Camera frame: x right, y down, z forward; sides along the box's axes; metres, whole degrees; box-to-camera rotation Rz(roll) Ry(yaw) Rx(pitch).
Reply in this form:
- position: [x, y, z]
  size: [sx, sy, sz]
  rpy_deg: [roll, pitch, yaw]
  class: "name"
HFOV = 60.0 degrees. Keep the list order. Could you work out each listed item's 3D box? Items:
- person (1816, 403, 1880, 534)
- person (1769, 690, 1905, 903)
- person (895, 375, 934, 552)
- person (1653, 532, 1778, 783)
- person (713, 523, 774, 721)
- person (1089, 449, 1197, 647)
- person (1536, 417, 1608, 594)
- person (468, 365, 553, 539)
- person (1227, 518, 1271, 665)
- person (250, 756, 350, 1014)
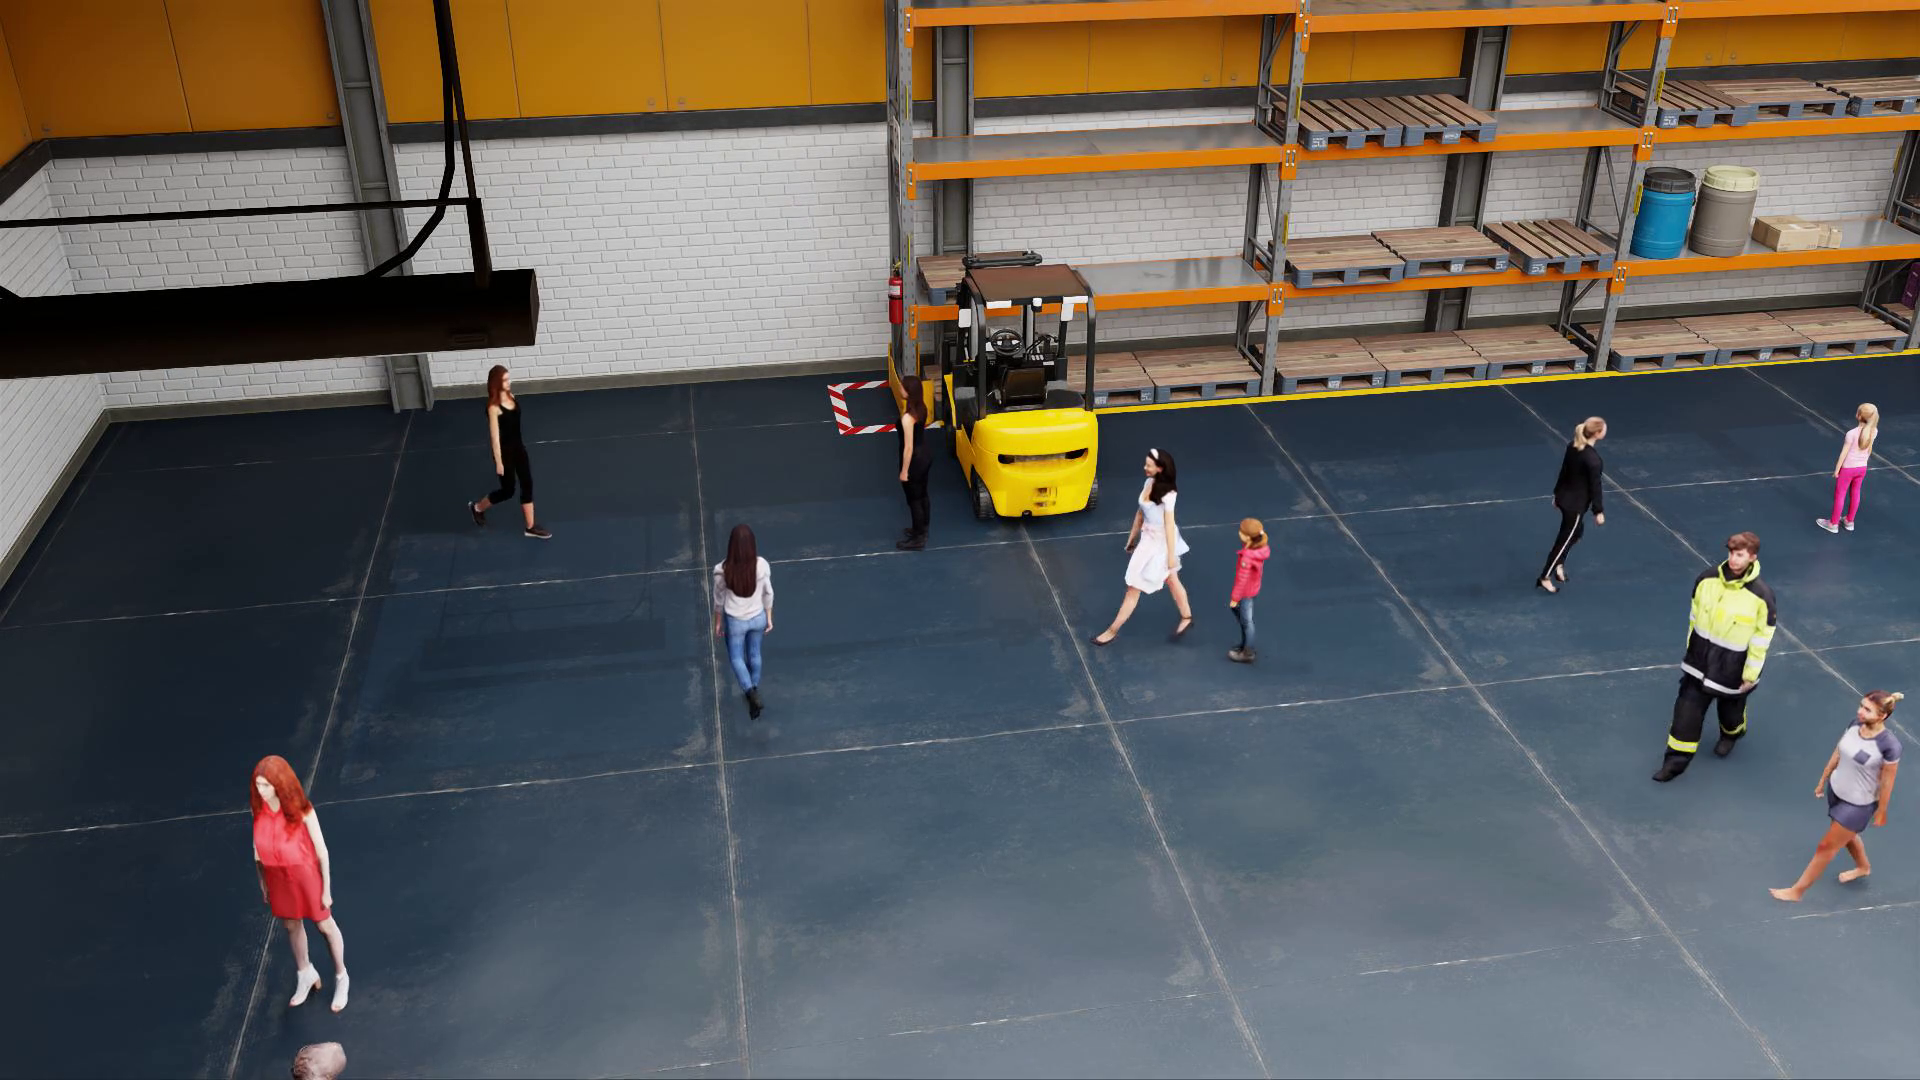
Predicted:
- position: [8.311, -0.681, 15.460]
  size: [0.439, 1.270, 0.550]
  rpy_deg: [-7, 29, -13]
  class: "person"
- position: [5.875, 1.672, 10.825]
  size: [1.019, 1.577, 0.585]
  rpy_deg: [-4, 29, -8]
  class: "person"
- position: [-0.412, -0.702, 15.061]
  size: [0.694, 1.688, 0.672]
  rpy_deg: [9, 30, 16]
  class: "person"
- position: [5.568, 0.818, 12.004]
  size: [1.359, 1.947, 1.205]
  rpy_deg: [-25, 37, -38]
  class: "person"
- position: [-1.619, 0.659, 12.645]
  size: [0.865, 1.612, 0.777]
  rpy_deg: [-10, 30, -18]
  class: "person"
- position: [1.687, 0.092, 13.529]
  size: [1.179, 1.761, 0.701]
  rpy_deg: [-7, 29, -13]
  class: "person"
- position: [5.169, -0.268, 14.266]
  size: [0.641, 1.688, 0.631]
  rpy_deg: [-4, 29, -8]
  class: "person"
- position: [-4.192, -0.787, 15.196]
  size: [1.066, 1.708, 0.850]
  rpy_deg: [7, 29, 13]
  class: "person"
- position: [2.380, 0.427, 13.386]
  size: [0.653, 1.310, 0.618]
  rpy_deg: [12, 31, 21]
  class: "person"
- position: [-3.935, 2.037, 9.893]
  size: [0.574, 1.827, 0.721]
  rpy_deg: [6, 29, 10]
  class: "person"
